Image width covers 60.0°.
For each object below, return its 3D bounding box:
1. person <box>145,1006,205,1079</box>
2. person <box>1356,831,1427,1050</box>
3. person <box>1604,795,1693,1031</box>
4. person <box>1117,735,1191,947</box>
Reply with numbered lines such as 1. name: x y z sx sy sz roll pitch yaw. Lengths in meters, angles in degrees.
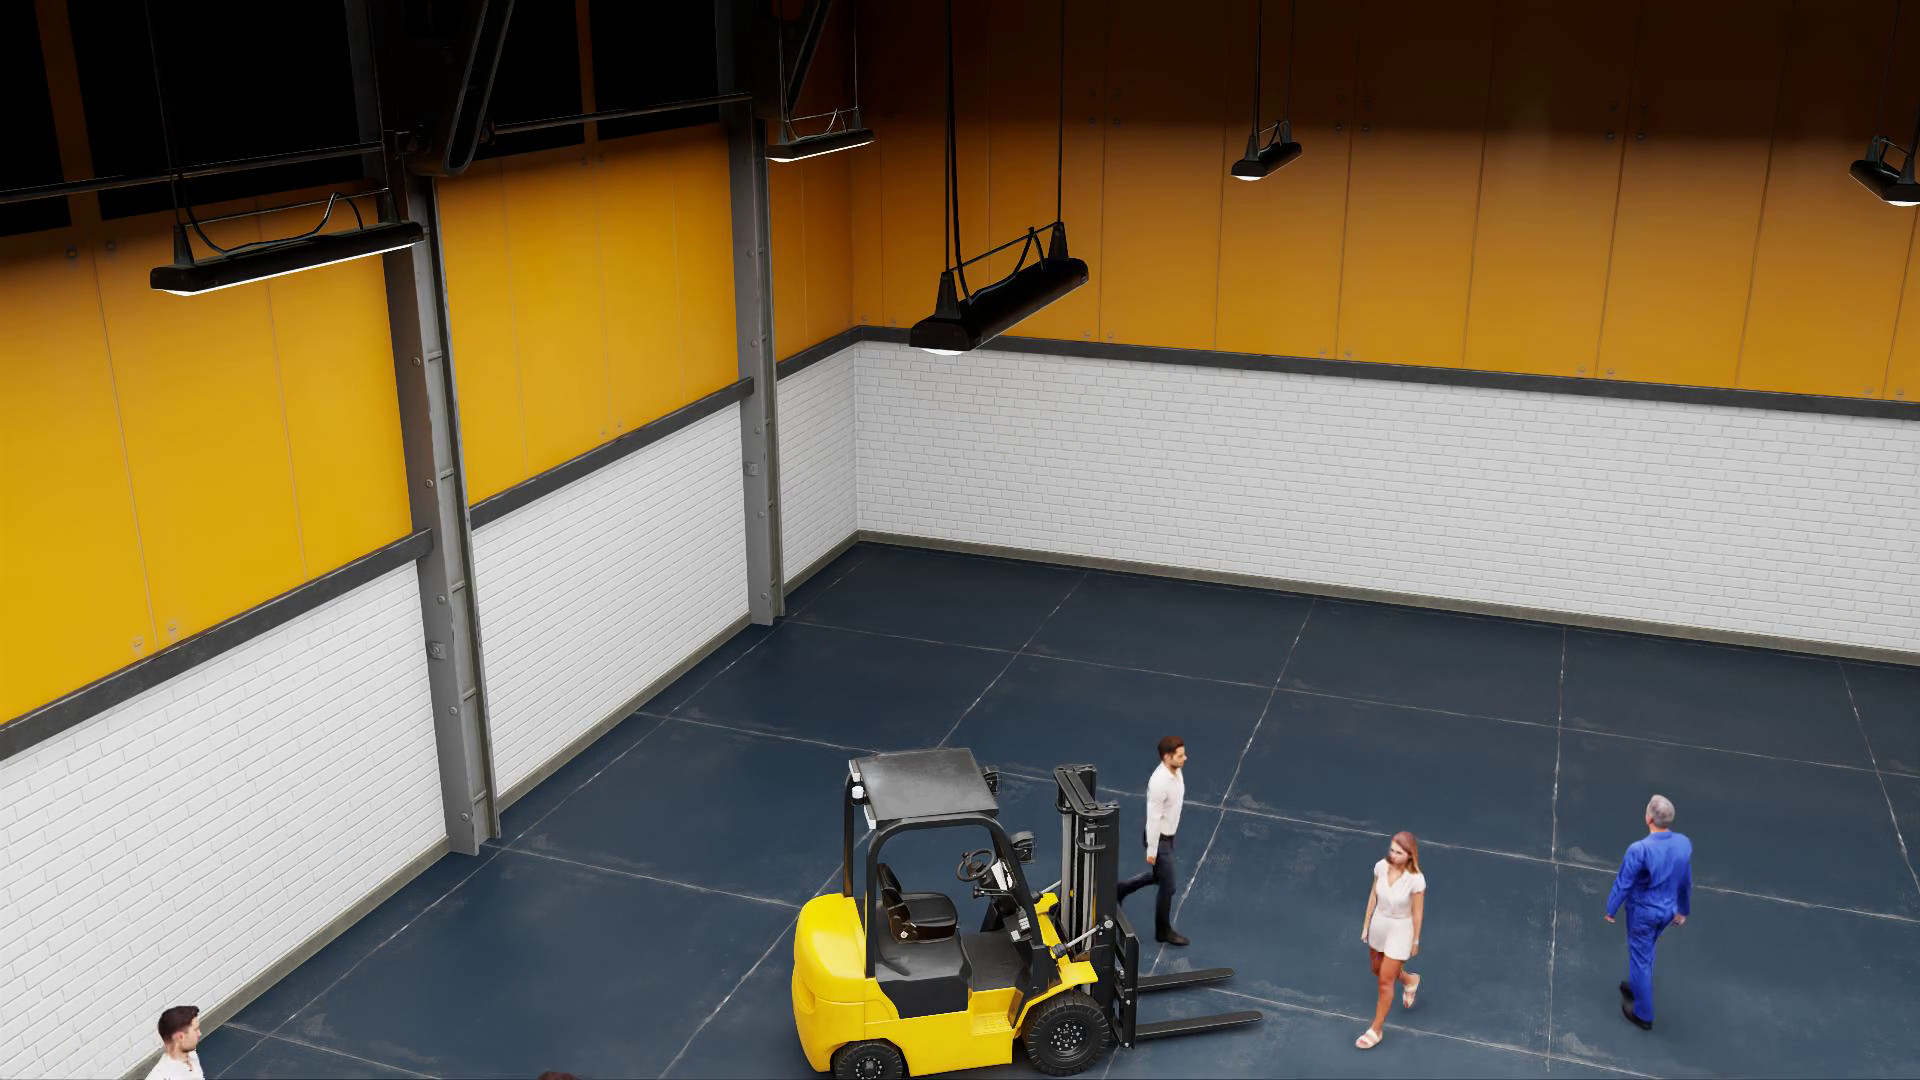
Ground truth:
1. person: -4.682 3.616 9.792 0.896 1.842 0.699 6 20 18
2. person: 3.225 2.876 12.245 1.090 1.678 0.896 -16 24 -39
3. person: 5.157 2.793 12.282 0.932 1.812 0.972 -6 19 -16
4. person: 1.524 2.401 13.399 0.734 1.842 0.897 7 20 19
